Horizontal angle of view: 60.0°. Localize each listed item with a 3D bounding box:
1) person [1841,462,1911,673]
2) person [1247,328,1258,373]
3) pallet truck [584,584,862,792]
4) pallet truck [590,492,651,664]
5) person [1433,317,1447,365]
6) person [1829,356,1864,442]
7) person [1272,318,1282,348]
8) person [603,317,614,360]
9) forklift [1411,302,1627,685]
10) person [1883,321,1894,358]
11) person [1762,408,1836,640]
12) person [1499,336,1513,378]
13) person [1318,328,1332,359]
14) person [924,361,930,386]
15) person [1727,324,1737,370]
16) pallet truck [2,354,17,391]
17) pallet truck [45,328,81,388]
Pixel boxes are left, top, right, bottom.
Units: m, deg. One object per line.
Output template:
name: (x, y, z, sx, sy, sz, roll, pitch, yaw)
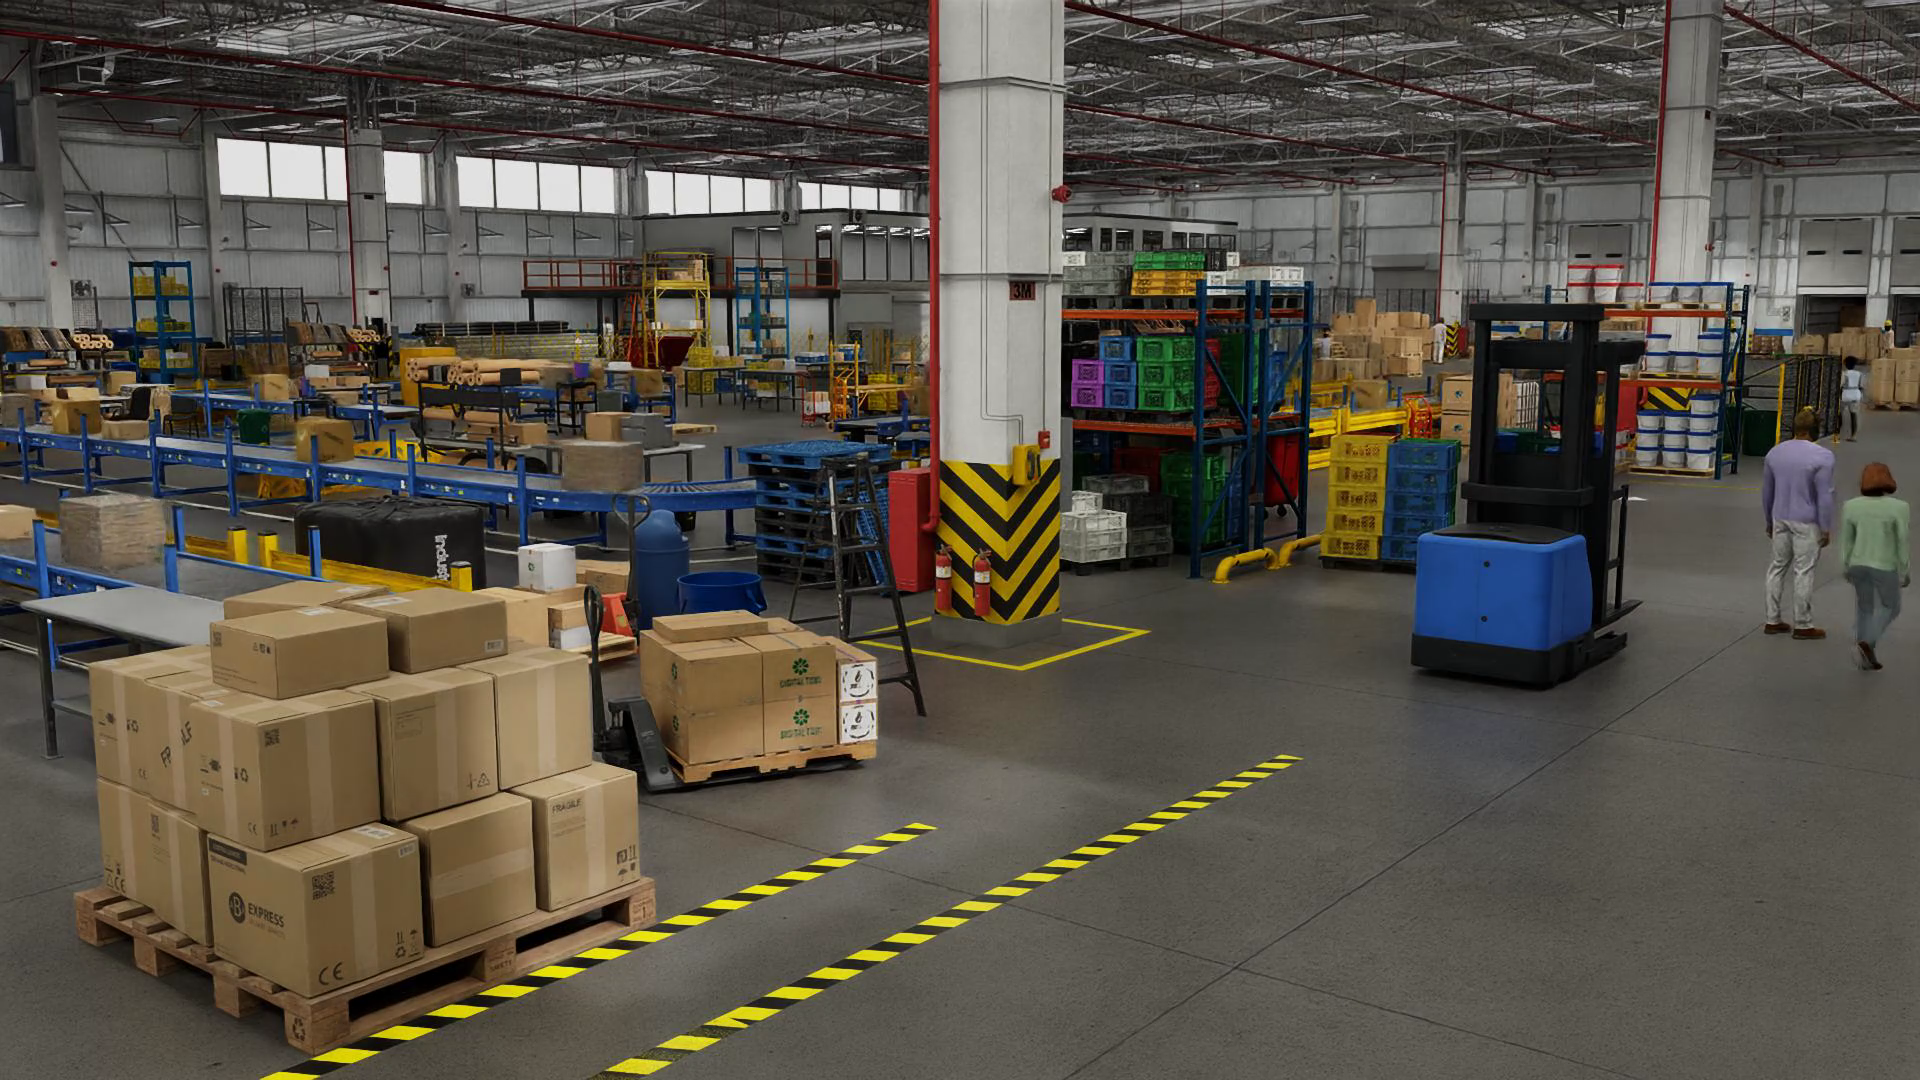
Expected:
person: (6.928, 0.218, 12.631, 0.411, 1.615, 0.531, -6, 10, -33)
person: (8.483, -5.226, 48.053, 0.901, 2.008, 0.621, 6, 11, 37)
pallet truck: (-1.426, 0.805, 10.019, 1.601, 1.201, 0.680, -4, 9, -26)
pallet truck: (-3.115, 0.344, 12.883, 0.653, 1.274, 1.630, 7, 11, 37)
person: (19.497, -8.079, 67.573, 0.373, 1.932, 0.623, -6, 10, -35)
person: (17.365, -2.771, 32.588, 0.555, 1.669, 0.682, -1, 9, -8)
person: (13.883, -8.830, 72.921, 0.430, 1.841, 0.629, 2, 9, 15)
person: (-15.213, -8.703, 71.919, 0.362, 1.882, 0.576, 7, 11, 37)
forklift: (4.379, -0.438, 12.852, 1.129, 2.768, 1.873, 7, 11, 37)
person: (33.180, -6.876, 59.497, 0.402, 1.919, 0.581, 4, 9, 23)
person: (7.037, -0.136, 13.979, 0.372, 1.939, 0.629, -4, 9, -25)
person: (13.250, -4.009, 40.336, 0.329, 1.865, 0.511, 8, 12, 44)
person: (11.258, -5.589, 51.051, 0.563, 1.835, 0.892, -2, 9, -14)
person: (-0.542, -3.416, 36.833, 0.528, 1.751, 0.799, 0, 8, -3)
person: (28.990, -7.238, 62.510, 0.487, 1.744, 0.297, -2, 9, -13)
pallet truck: (-24.881, -4.417, 42.634, 1.885, 1.965, 0.823, 8, 11, 41)
pallet truck: (-23.775, -4.544, 43.495, 1.885, 1.965, 0.823, 6, 10, 35)
